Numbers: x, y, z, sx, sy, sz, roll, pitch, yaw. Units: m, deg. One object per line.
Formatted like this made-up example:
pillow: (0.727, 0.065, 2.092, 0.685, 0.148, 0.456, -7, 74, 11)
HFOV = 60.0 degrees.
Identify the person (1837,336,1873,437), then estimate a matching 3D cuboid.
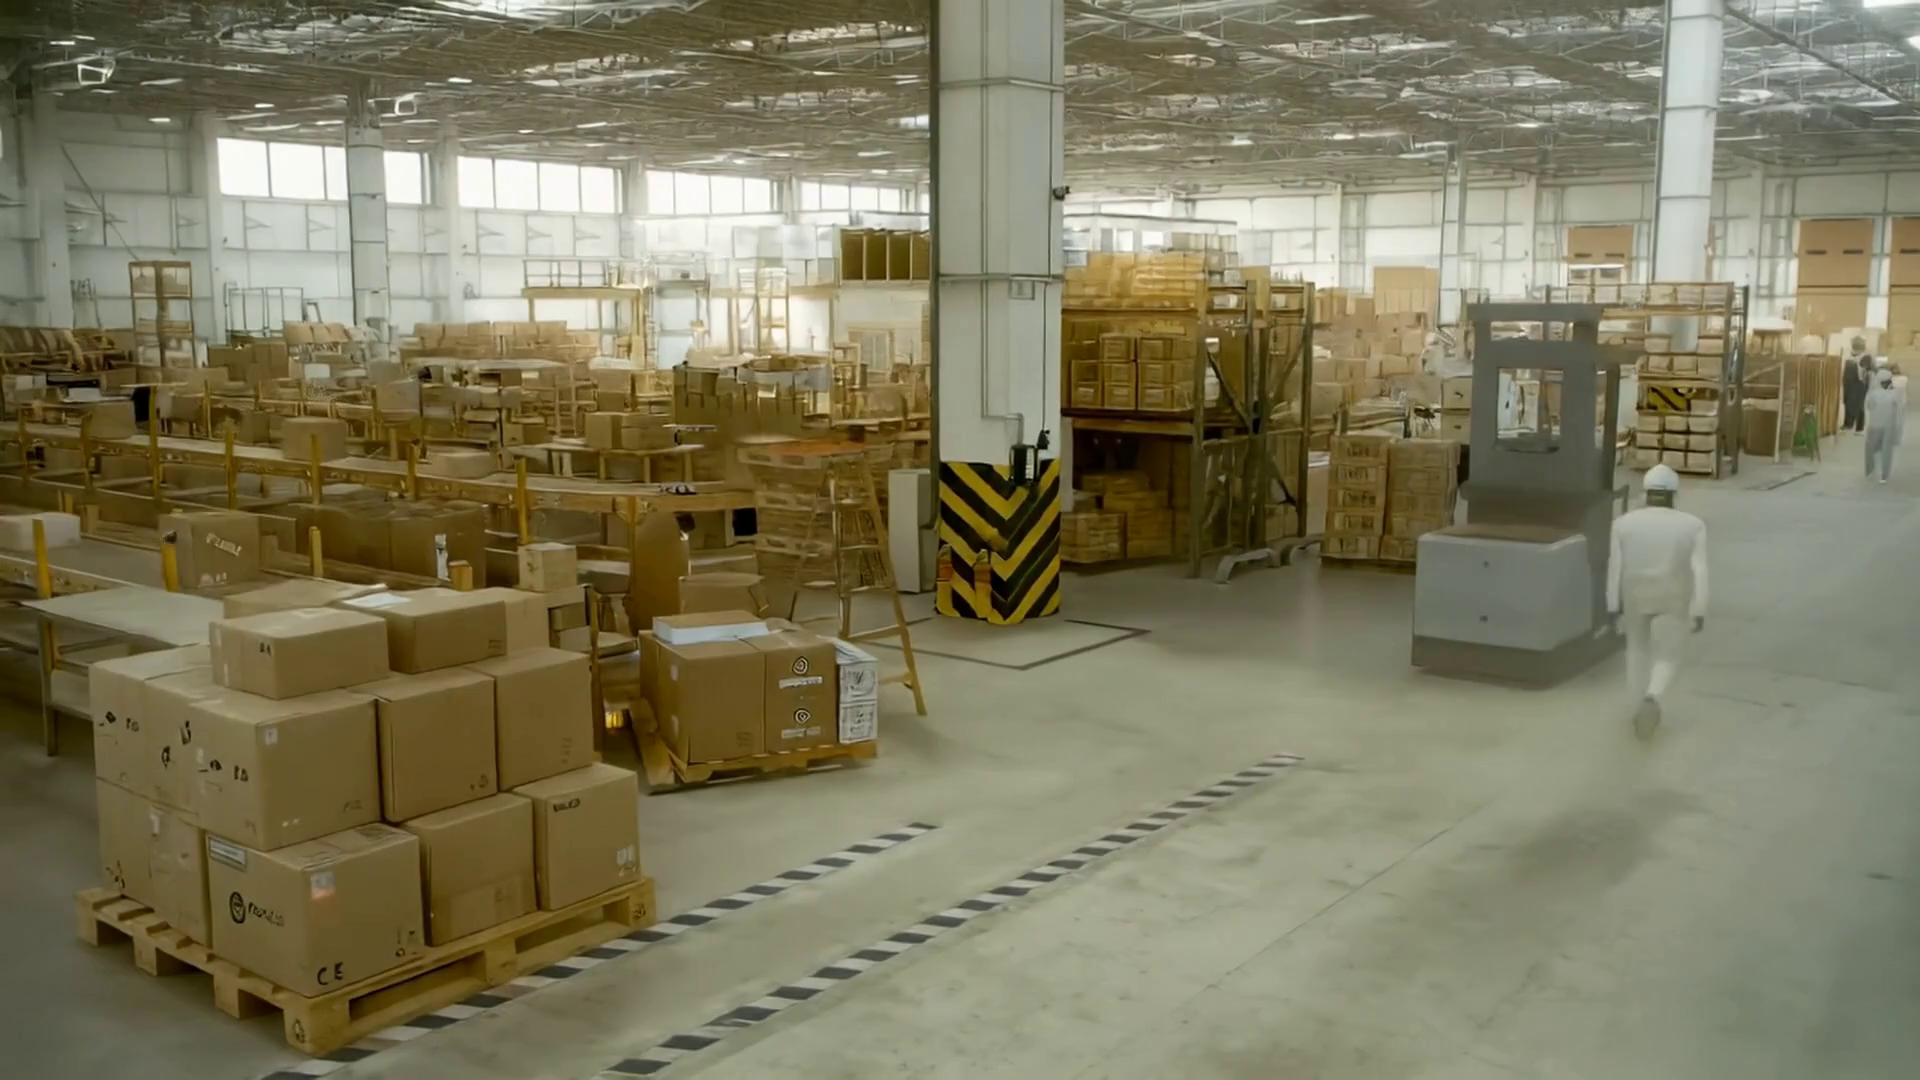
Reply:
person: (18.057, -3.098, 33.599, 0.538, 2.000, 0.684, -1, 8, -6)

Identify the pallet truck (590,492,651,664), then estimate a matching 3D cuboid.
pallet truck: (-3.115, 0.344, 12.883, 0.653, 1.274, 1.630, 7, 11, 37)

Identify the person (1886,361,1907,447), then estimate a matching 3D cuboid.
person: (17.601, -2.564, 31.432, 0.496, 1.610, 0.590, -1, 8, -5)

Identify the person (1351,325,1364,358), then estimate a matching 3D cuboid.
person: (12.308, -5.734, 51.780, 0.554, 1.918, 0.562, 3, 9, 20)

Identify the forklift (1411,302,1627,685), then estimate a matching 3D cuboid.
forklift: (4.379, -0.438, 12.852, 1.129, 2.768, 1.873, 7, 11, 37)

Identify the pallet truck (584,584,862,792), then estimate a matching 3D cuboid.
pallet truck: (-1.426, 0.805, 10.019, 1.601, 1.201, 0.680, -4, 9, -26)

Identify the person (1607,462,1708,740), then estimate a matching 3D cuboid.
person: (4.496, 0.406, 10.774, 0.605, 1.807, 0.729, 6, 10, 33)

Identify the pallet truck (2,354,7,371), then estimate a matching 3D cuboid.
pallet truck: (-24.881, -4.417, 42.634, 1.885, 1.965, 0.823, 8, 11, 41)

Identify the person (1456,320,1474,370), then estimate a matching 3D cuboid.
person: (19.326, -7.421, 63.270, 1.056, 1.879, 0.643, -3, 9, -17)

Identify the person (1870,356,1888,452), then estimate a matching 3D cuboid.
person: (16.754, -2.479, 30.386, 0.345, 1.762, 0.524, 2, 9, 15)

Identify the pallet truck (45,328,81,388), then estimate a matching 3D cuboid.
pallet truck: (-23.775, -4.544, 43.495, 1.885, 1.965, 0.823, 6, 10, 35)

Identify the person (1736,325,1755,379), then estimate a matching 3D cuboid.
person: (26.585, -6.367, 56.327, 0.624, 1.840, 0.429, 1, 8, 6)

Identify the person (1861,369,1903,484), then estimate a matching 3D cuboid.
person: (13.989, -1.710, 25.227, 0.540, 1.748, 0.527, 8, 12, 44)

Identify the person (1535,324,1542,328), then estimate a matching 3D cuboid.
person: (20.212, -6.648, 58.241, 0.587, 1.824, 0.521, 2, 9, 15)

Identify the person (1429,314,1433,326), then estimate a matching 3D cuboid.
person: (23.092, -10.162, 81.762, 0.974, 1.870, 0.609, 5, 10, 30)

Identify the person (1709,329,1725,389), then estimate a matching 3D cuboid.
person: (21.991, -5.211, 48.490, 0.672, 1.849, 0.531, -1, 8, -3)

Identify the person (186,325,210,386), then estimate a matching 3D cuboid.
person: (-23.514, -5.663, 51.343, 0.647, 1.908, 0.409, -4, 9, -25)

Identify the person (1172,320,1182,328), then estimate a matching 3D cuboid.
person: (8.962, -8.160, 68.250, 0.337, 1.882, 0.584, -8, 11, -42)

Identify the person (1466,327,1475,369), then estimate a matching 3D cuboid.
person: (15.716, -5.566, 50.706, 0.569, 1.896, 0.930, 4, 9, 25)

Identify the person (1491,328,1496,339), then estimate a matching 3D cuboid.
person: (13.778, -4.546, 43.510, 0.384, 1.993, 0.623, 1, 9, 9)

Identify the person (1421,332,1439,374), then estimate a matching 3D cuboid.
person: (11.949, -4.321, 42.195, 0.855, 1.937, 0.618, 8, 11, 42)
